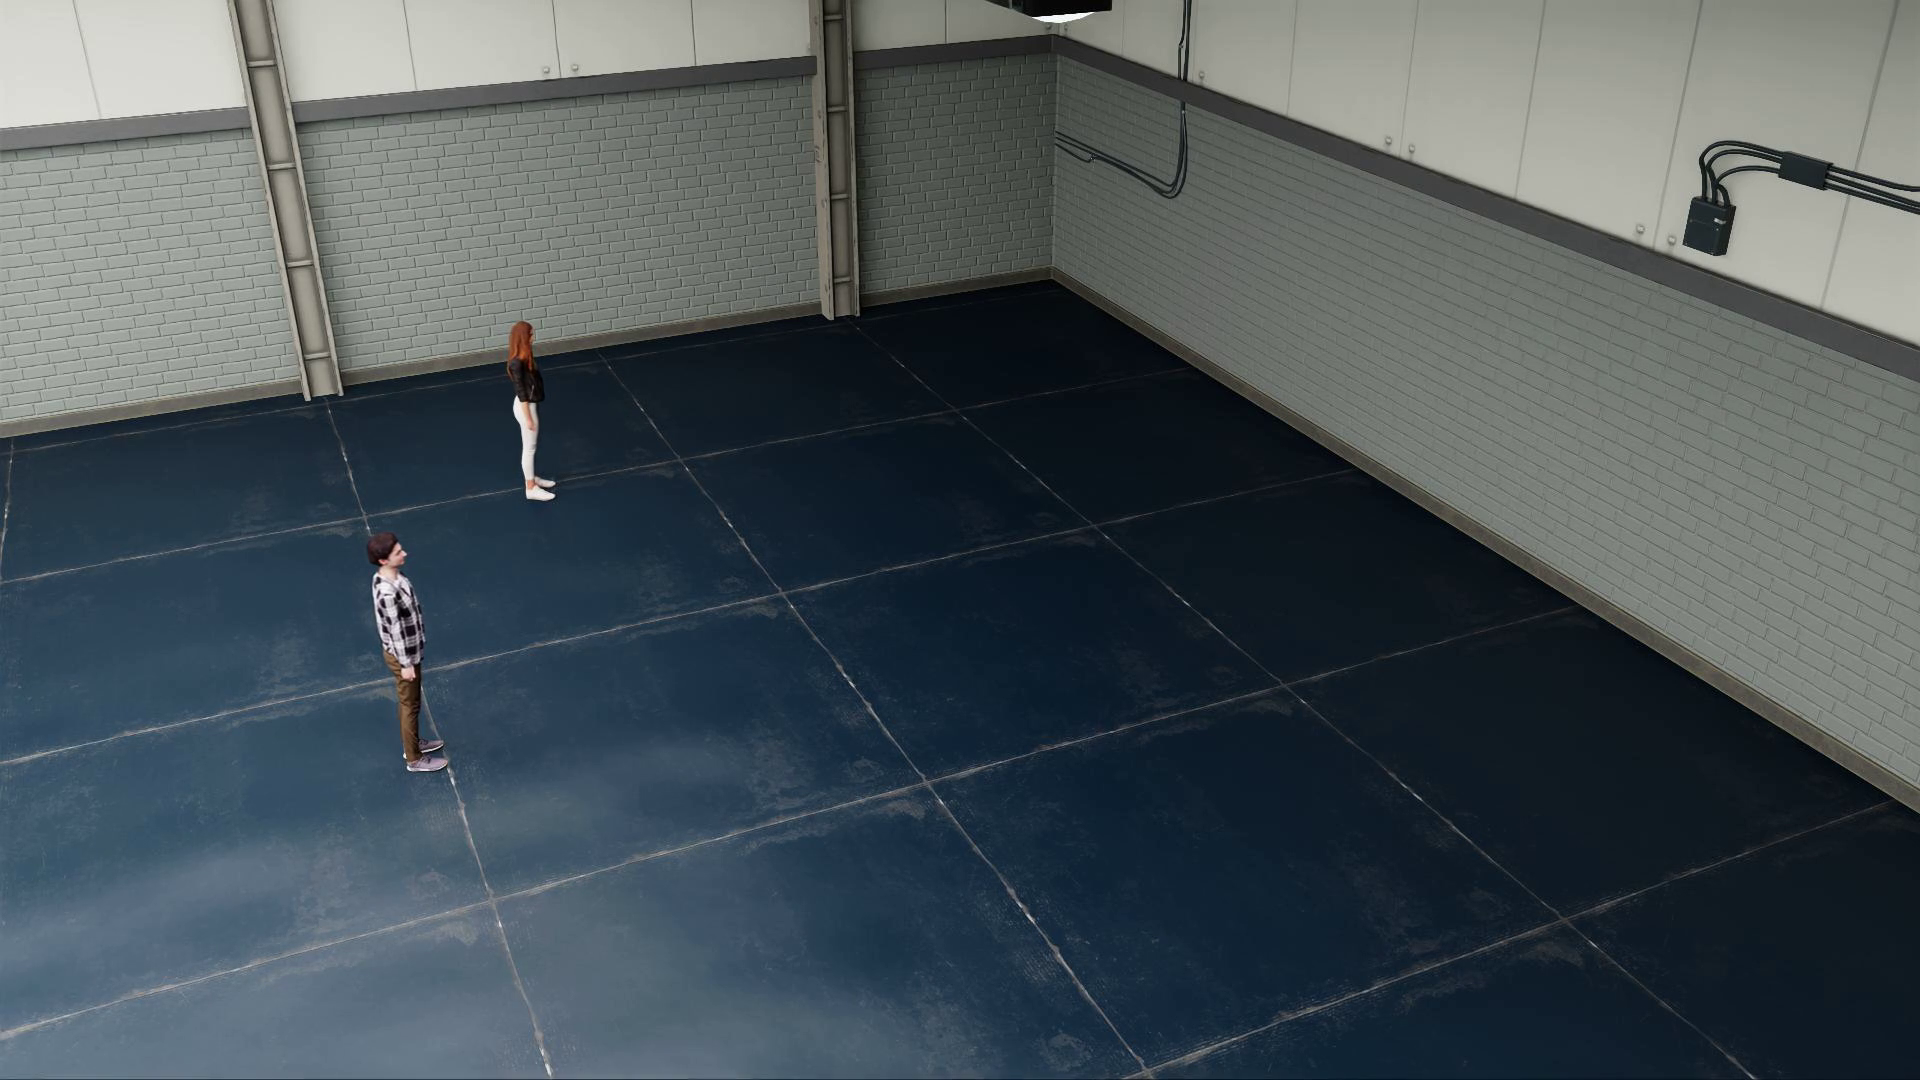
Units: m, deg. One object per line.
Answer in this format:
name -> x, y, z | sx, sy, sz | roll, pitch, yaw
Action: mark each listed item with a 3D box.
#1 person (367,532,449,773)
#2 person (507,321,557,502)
person -> -3.837, 0.758, 11.451 | 0.536, 1.808, 0.642 | -10, 29, -18
person -> -4.007, -1.211, 15.394 | 0.609, 1.699, 0.657 | -4, 28, -8
